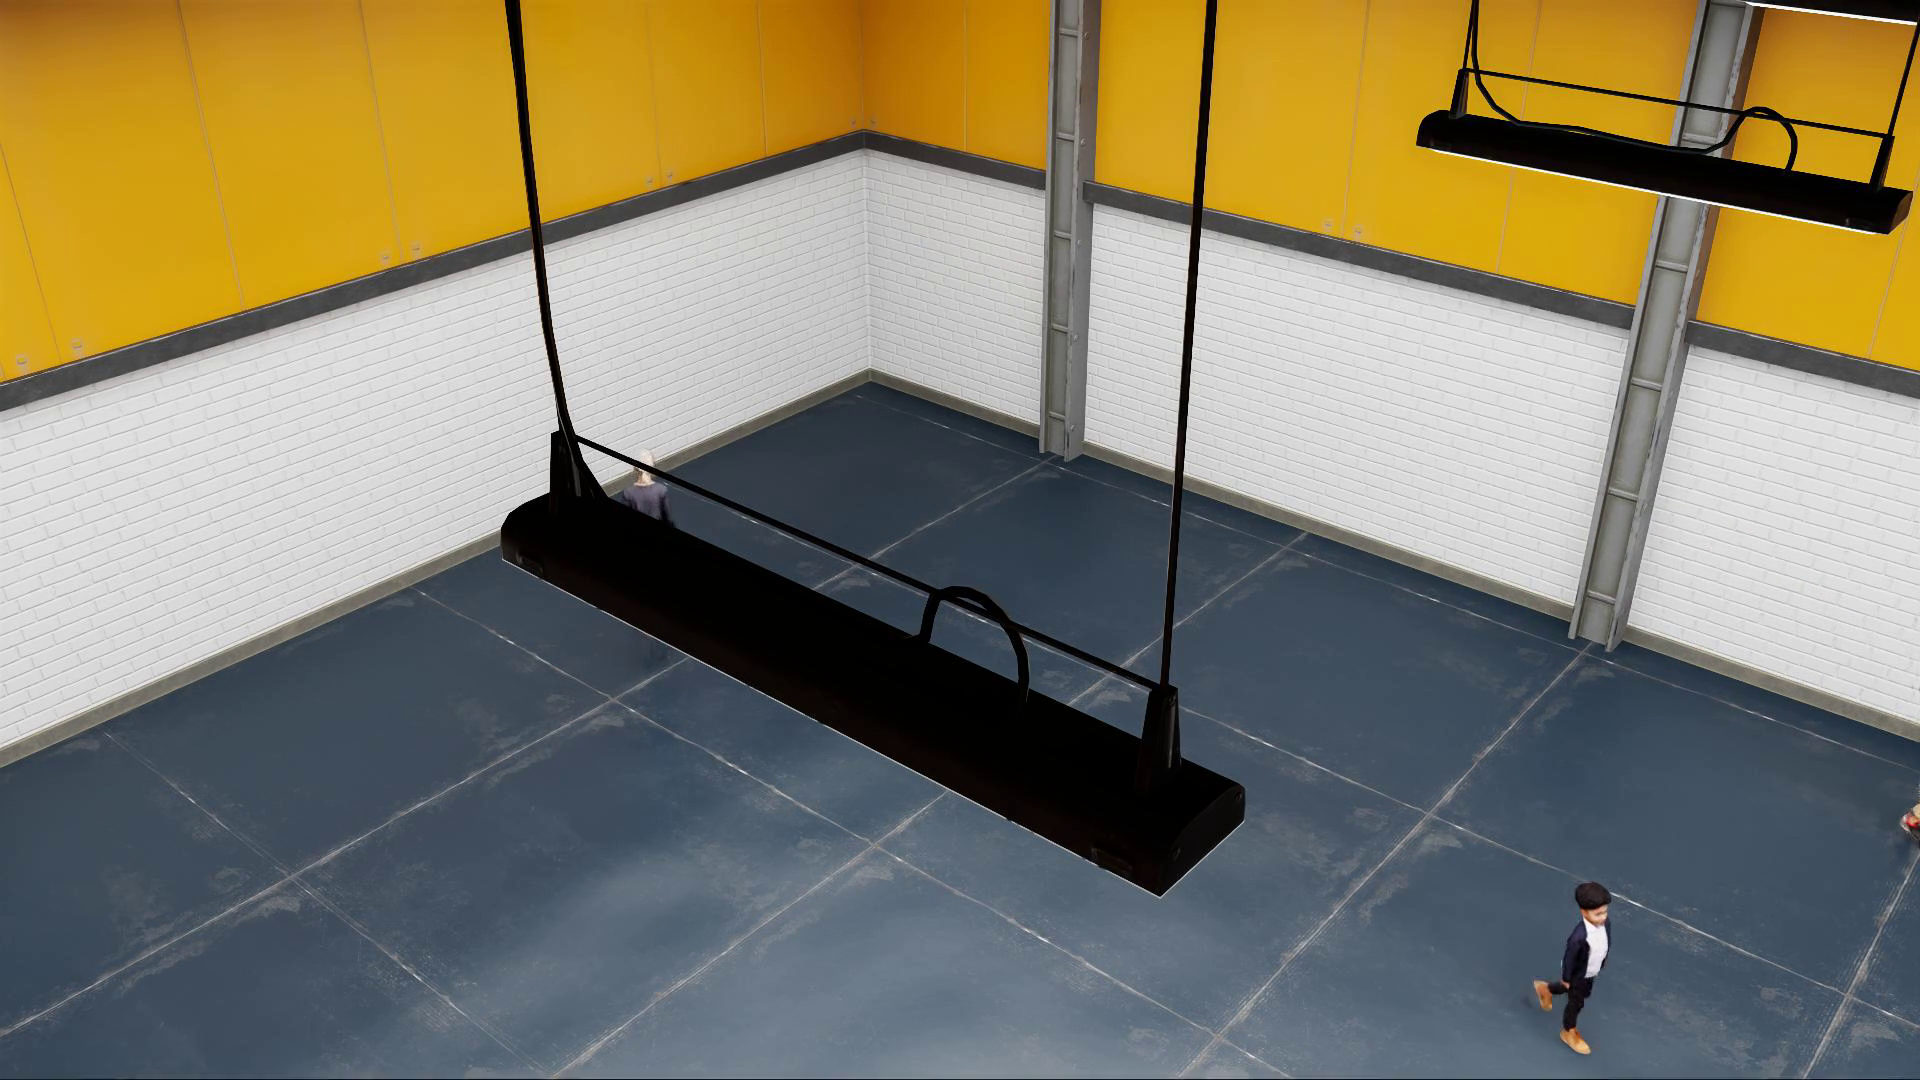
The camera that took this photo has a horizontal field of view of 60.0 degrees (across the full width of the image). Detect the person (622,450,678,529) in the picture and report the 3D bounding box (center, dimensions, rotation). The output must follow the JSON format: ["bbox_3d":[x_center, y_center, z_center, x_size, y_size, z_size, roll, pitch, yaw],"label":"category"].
[{"bbox_3d":[-2.741,0.040,14.688,0.794,1.712,0.850,-4,29,-8],"label":"person"}]

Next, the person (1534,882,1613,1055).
[{"bbox_3d":[3.874,2.628,10.458,0.609,1.217,0.782,-18,34,-30],"label":"person"}]
